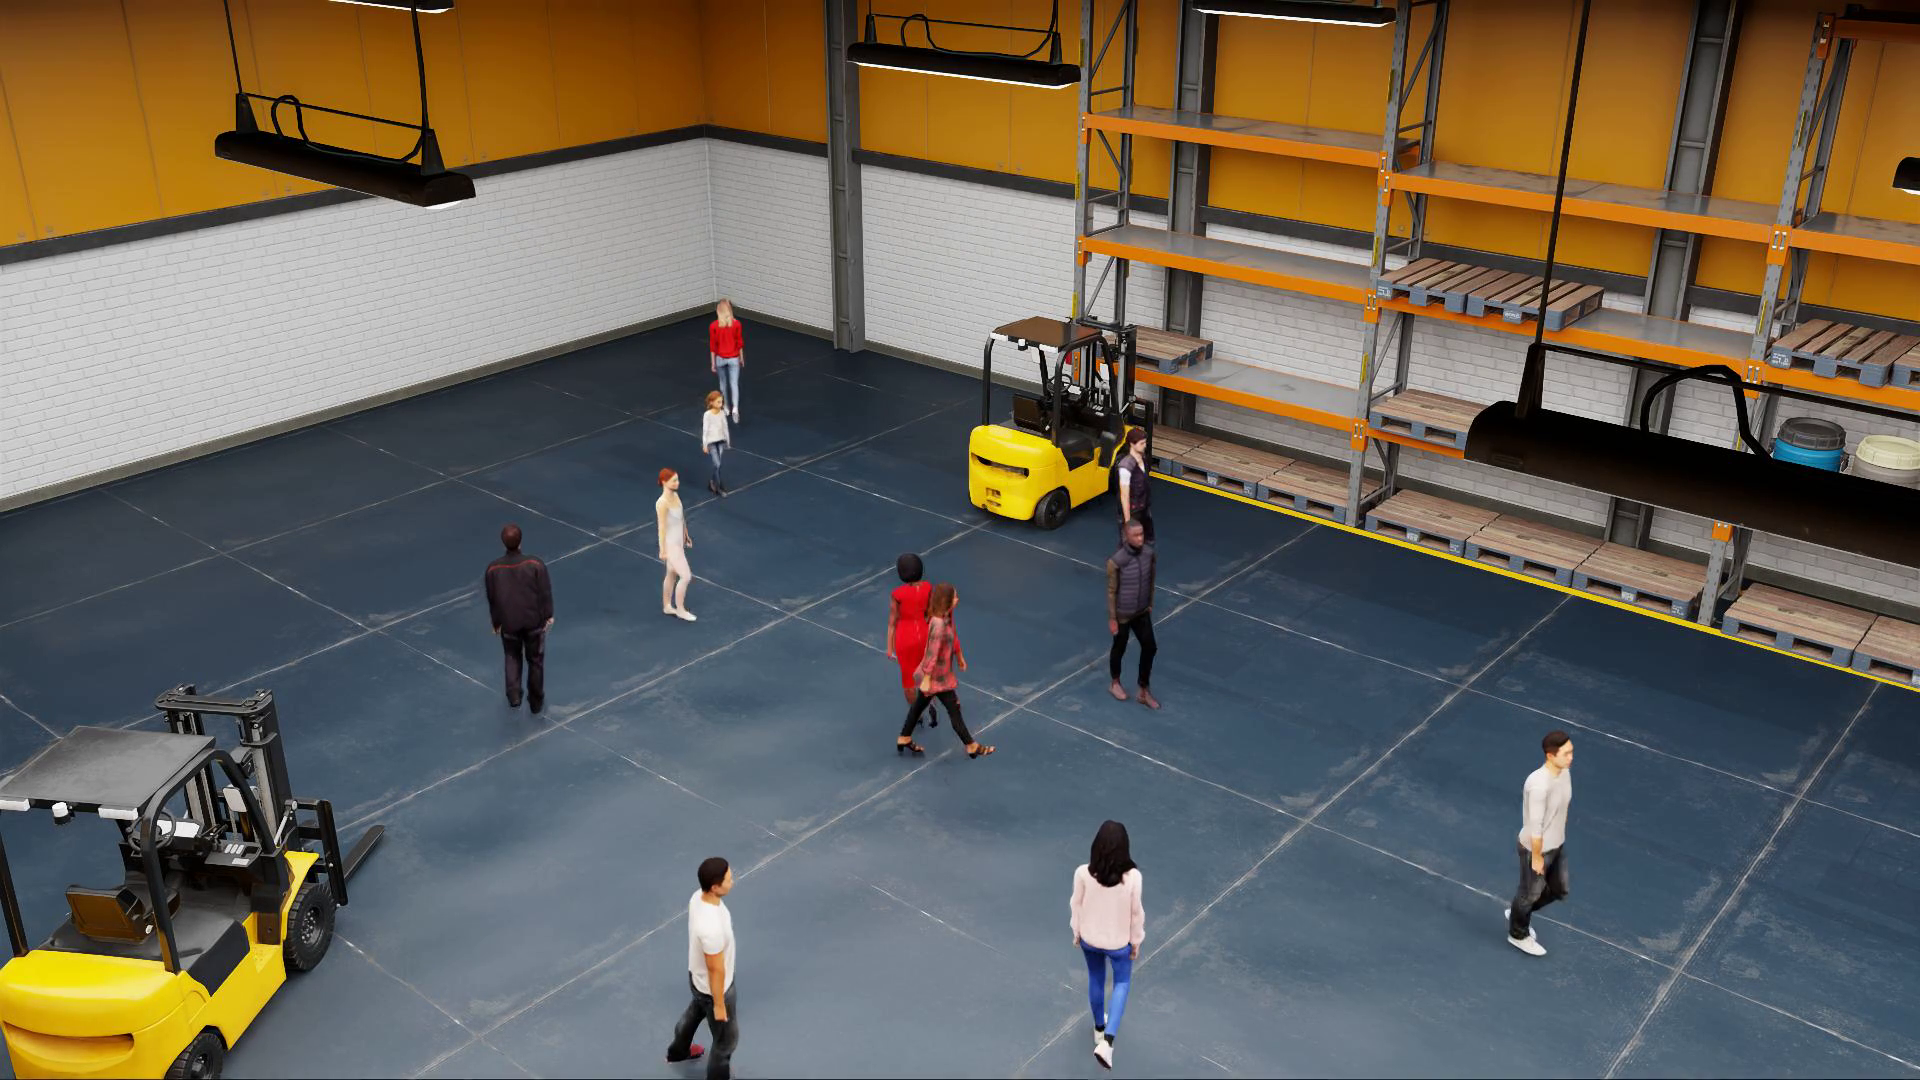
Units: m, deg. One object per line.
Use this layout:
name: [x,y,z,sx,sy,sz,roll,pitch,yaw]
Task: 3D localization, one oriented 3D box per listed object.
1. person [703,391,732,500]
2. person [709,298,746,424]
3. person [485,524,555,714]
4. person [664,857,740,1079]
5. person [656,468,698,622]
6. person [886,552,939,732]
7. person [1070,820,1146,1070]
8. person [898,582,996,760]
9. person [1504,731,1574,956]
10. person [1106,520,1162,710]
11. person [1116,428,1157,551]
person: [-2.989,-1.180,20.063,0.526,1.300,0.724,-20,31,-39]
person: [-3.098,-2.367,22.315,1.025,1.671,1.156,-5,24,-12]
person: [-3.947,0.763,14.961,0.865,1.828,0.919,-3,24,-8]
person: [-1.565,2.762,10.440,1.071,1.786,0.941,-7,25,-16]
person: [-2.998,0.035,16.870,0.752,1.631,0.688,3,24,7]
person: [-0.370,0.959,14.639,0.675,1.726,0.773,-15,28,-31]
person: [0.931,2.642,10.753,0.987,1.755,0.947,6,24,13]
person: [-0.279,1.162,14.274,1.179,1.646,1.042,2,24,4]
person: [4.062,2.135,11.857,0.702,1.800,0.696,-20,31,-38]
person: [1.514,0.631,15.276,0.898,1.817,0.990,-12,26,-25]
person: [1.733,-0.324,17.439,0.695,1.835,0.708,14,27,29]
